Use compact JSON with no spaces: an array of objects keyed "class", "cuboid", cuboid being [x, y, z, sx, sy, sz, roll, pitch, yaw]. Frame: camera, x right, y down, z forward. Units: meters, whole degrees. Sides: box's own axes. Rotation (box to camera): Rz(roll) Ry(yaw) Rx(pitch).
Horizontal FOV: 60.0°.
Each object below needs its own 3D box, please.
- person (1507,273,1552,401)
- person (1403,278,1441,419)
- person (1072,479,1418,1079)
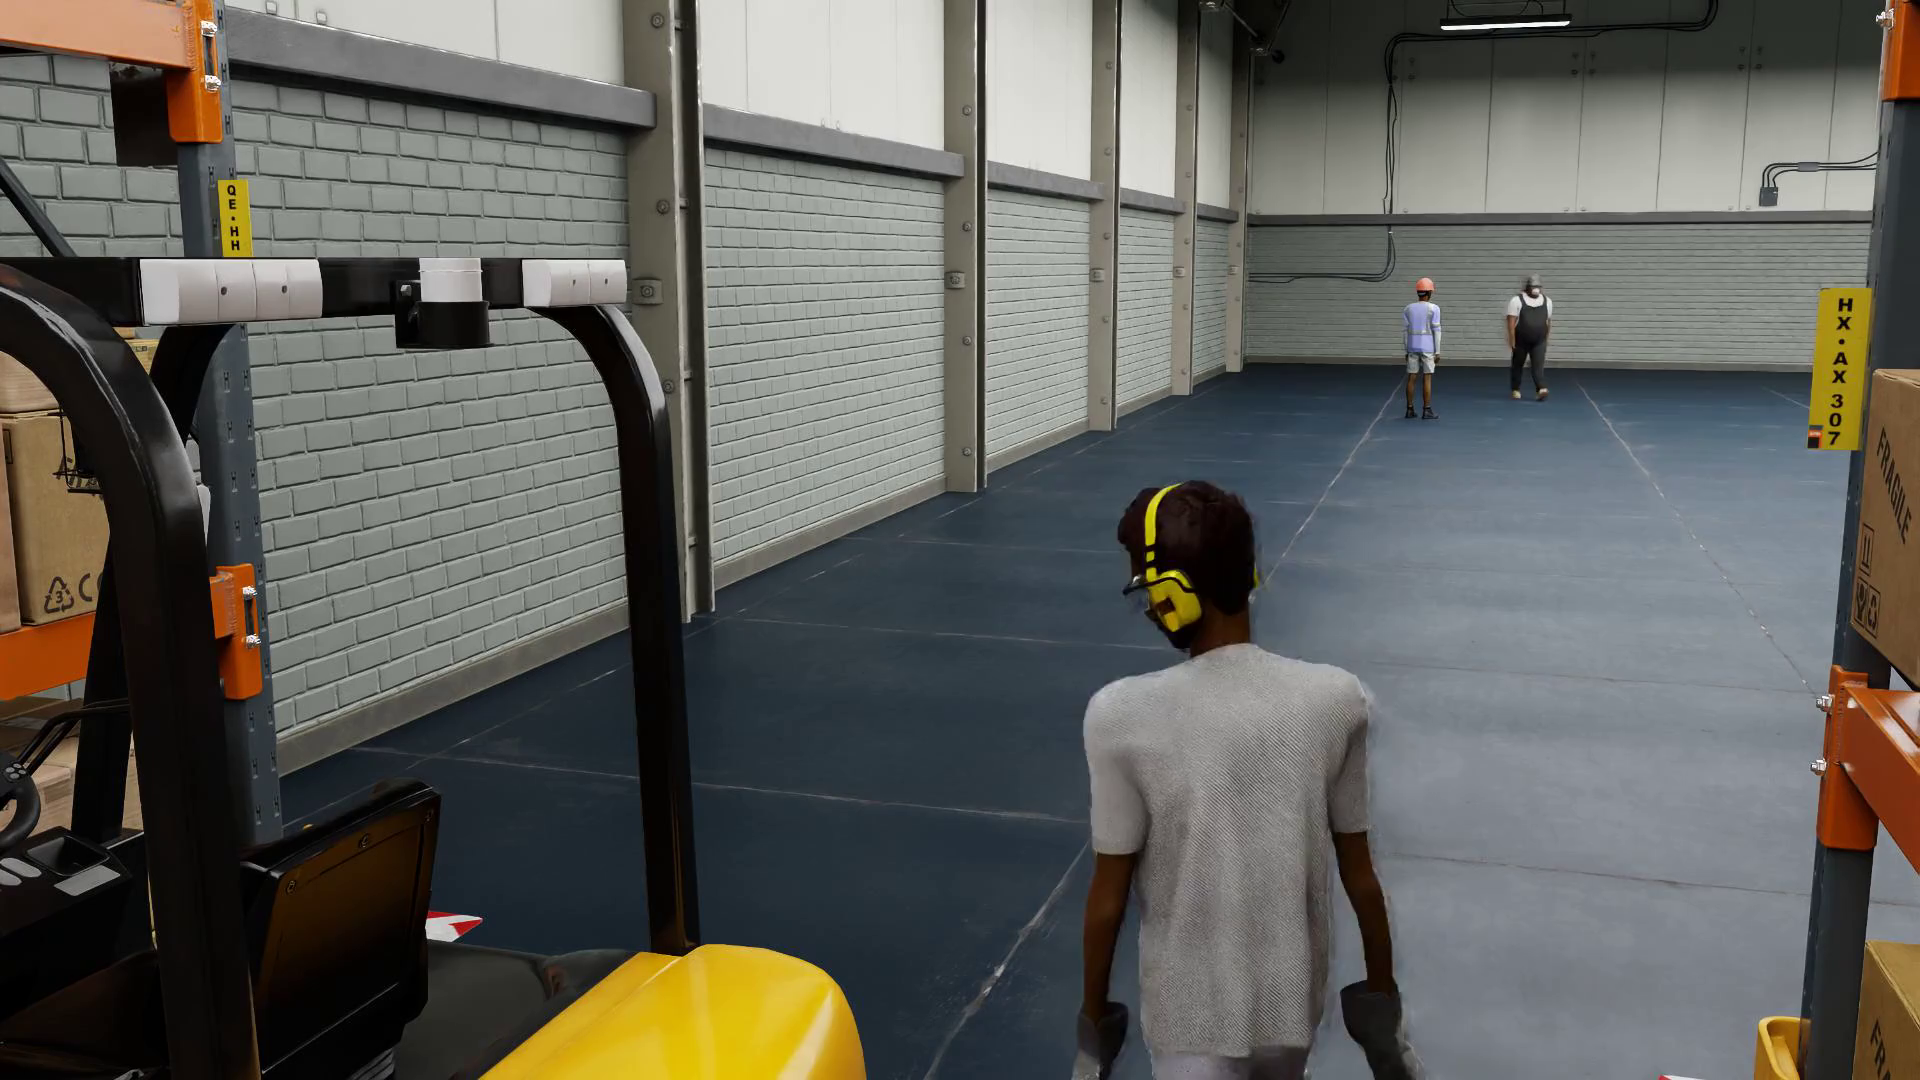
[{"class":"person","cuboid":[8.910,-3.197,25.978,0.695,2.000,1.075,1,10,4]},{"class":"person","cuboid":[6.364,-2.629,22.892,0.545,1.941,0.350,8,13,41]},{"class":"person","cuboid":[0.483,0.815,2.728,0.591,1.833,0.784,-3,10,-16]}]
